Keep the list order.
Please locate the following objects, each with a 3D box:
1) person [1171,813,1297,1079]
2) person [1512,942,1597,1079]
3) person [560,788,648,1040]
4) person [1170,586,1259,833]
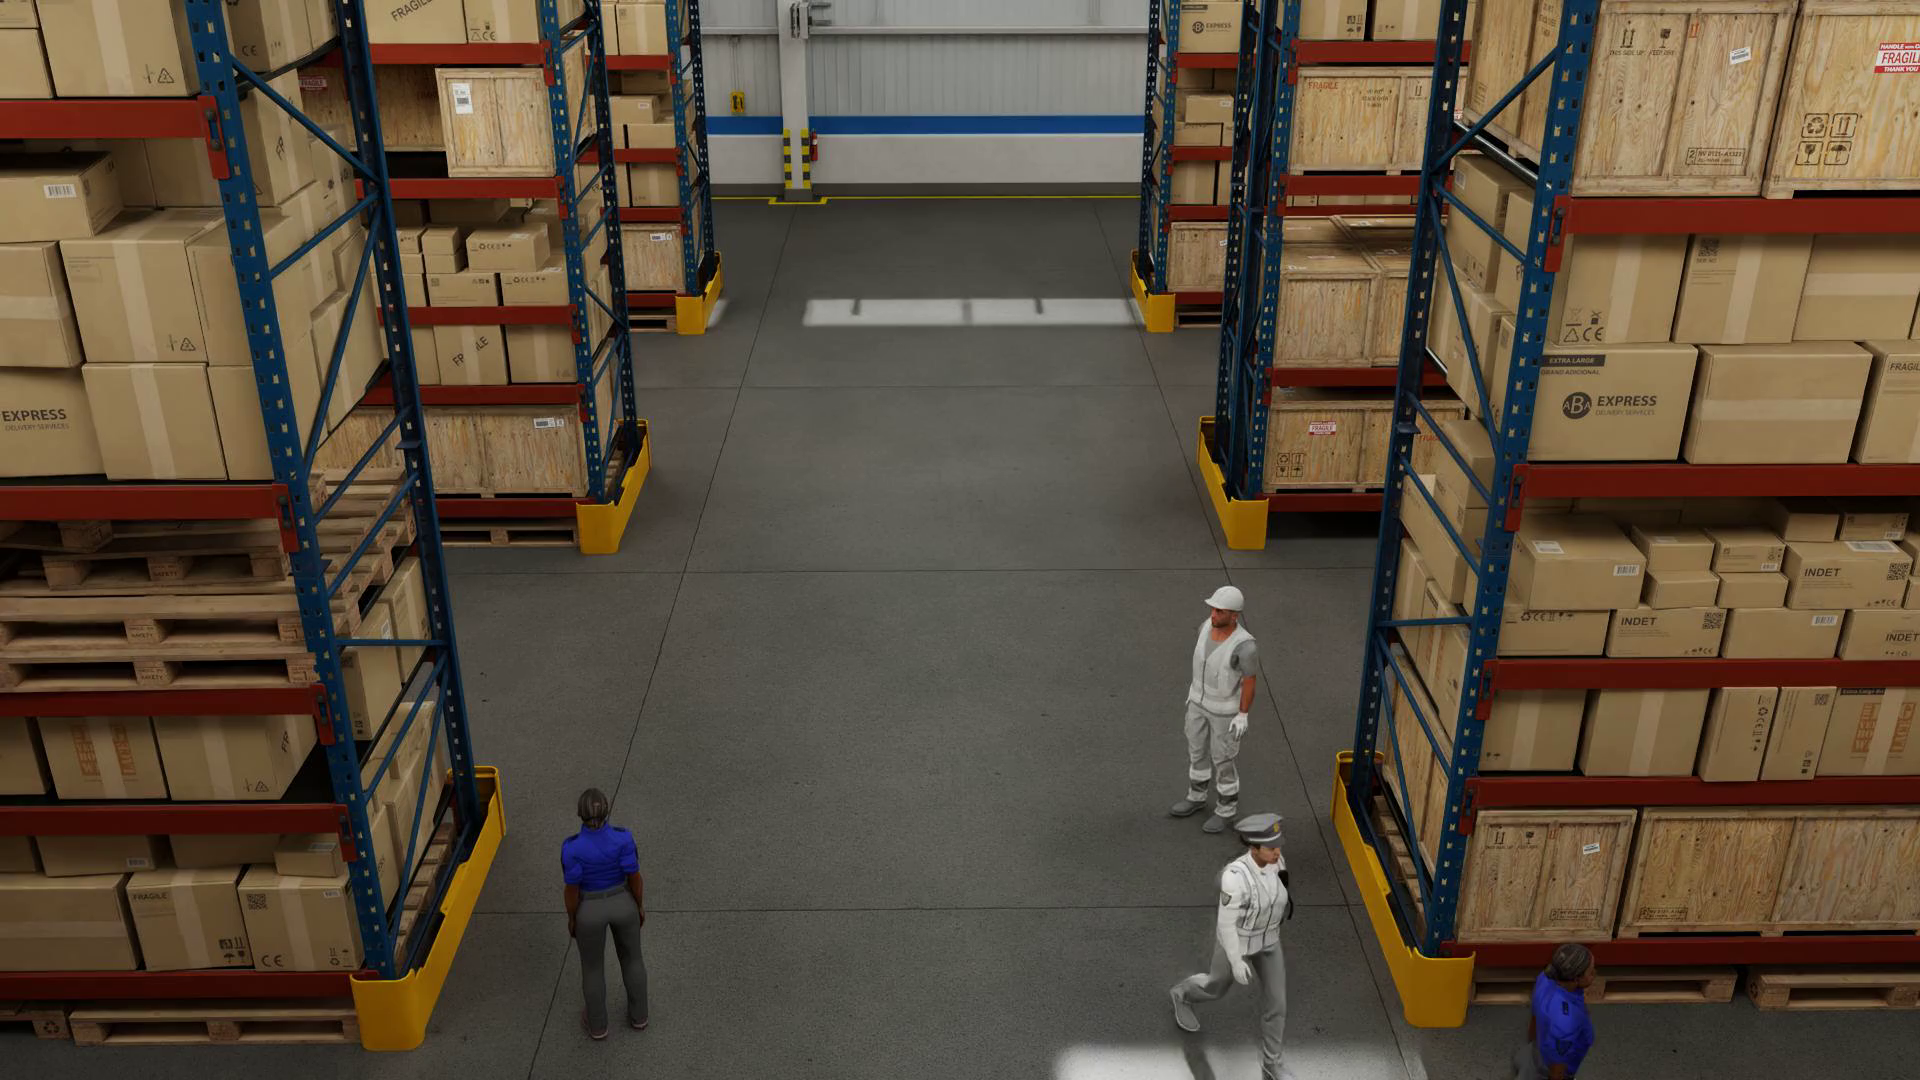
[{"bbox_3d":[1.583,2.208,9.288,0.484,1.650,0.922,-14,28,-27],"label":"person"},{"bbox_3d":[2.834,2.685,8.247,0.600,1.660,0.481,5,26,12],"label":"person"},{"bbox_3d":[-2.032,2.105,9.502,0.438,1.657,0.348,-9,26,-18],"label":"person"},{"bbox_3d":[1.736,1.143,11.402,0.398,1.792,0.548,-18,31,-34],"label":"person"}]
